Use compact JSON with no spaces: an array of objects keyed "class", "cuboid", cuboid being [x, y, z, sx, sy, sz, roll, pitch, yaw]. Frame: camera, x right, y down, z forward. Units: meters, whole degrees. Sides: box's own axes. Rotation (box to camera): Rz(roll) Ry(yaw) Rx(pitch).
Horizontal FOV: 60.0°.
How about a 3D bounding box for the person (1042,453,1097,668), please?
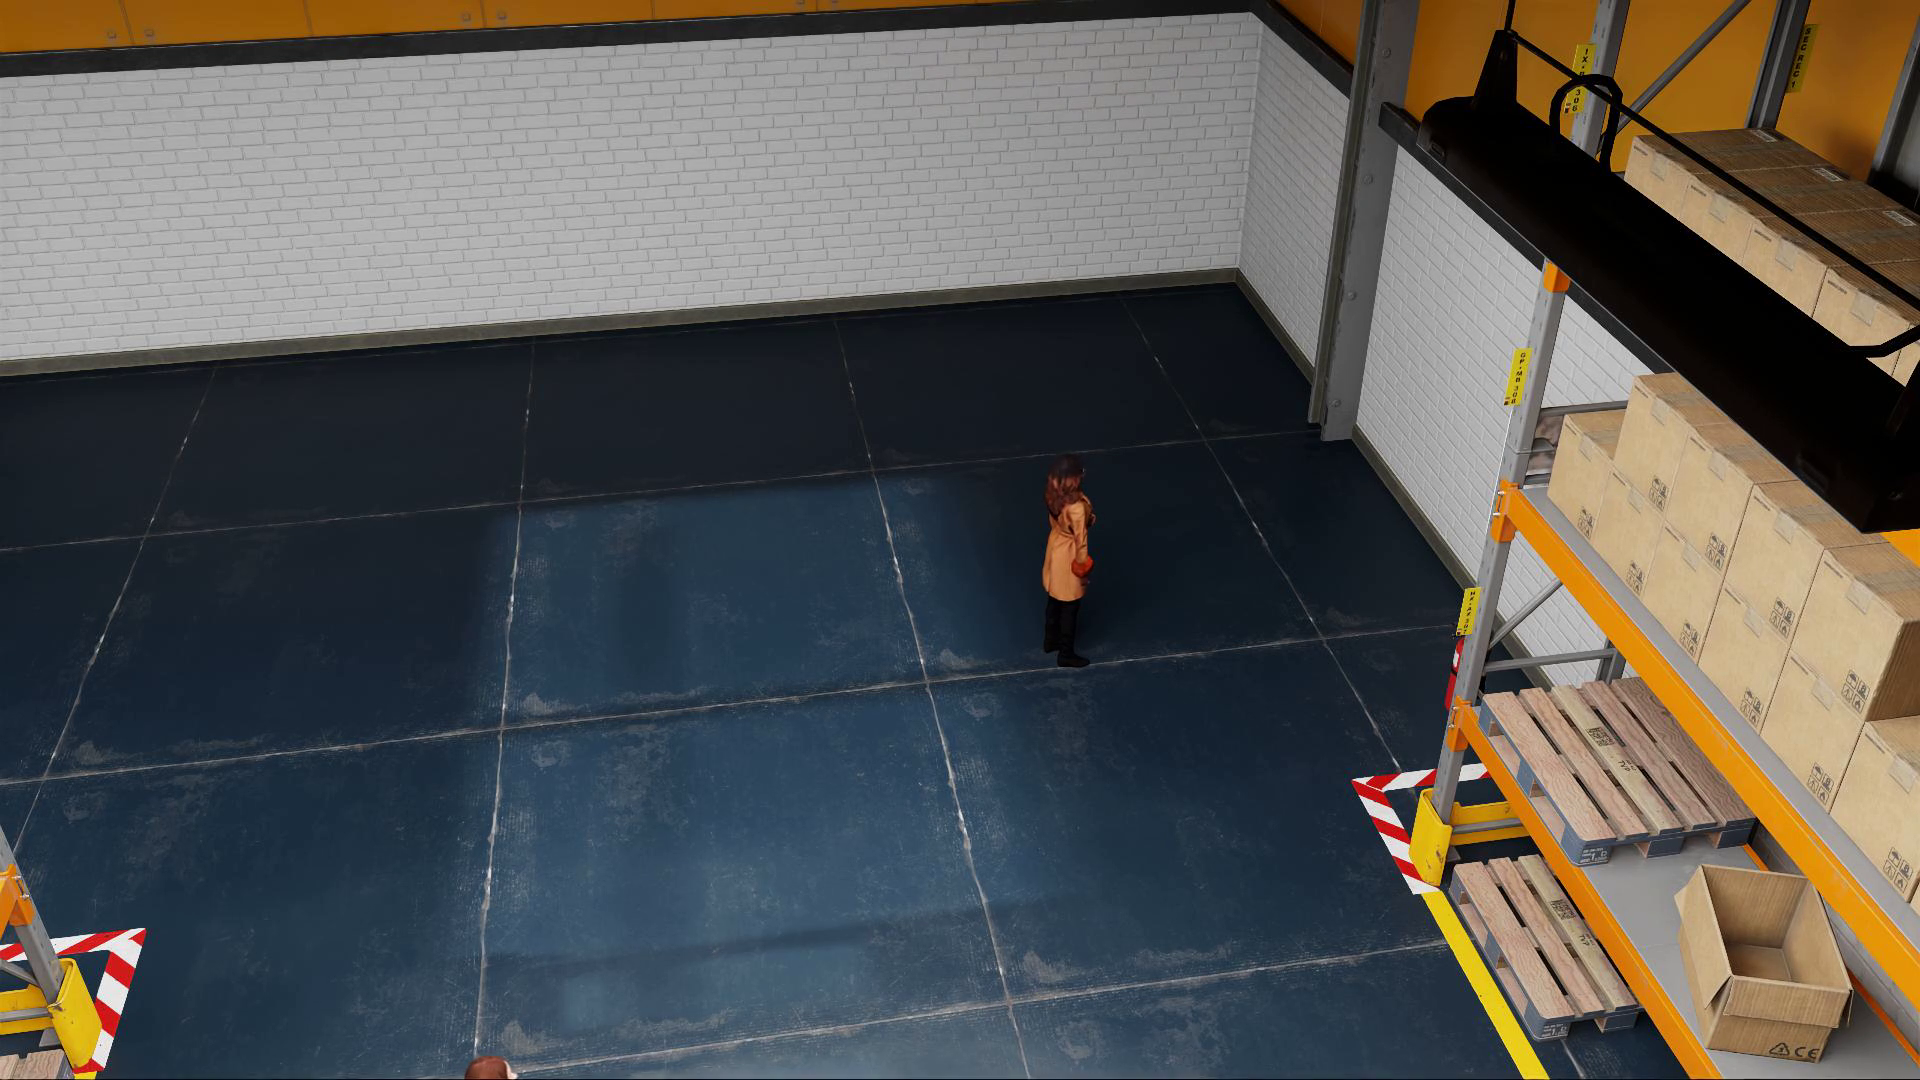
[{"class":"person","cuboid":[0.762,0.136,11.795,0.788,1.721,0.603,-13,36,-18]}]
